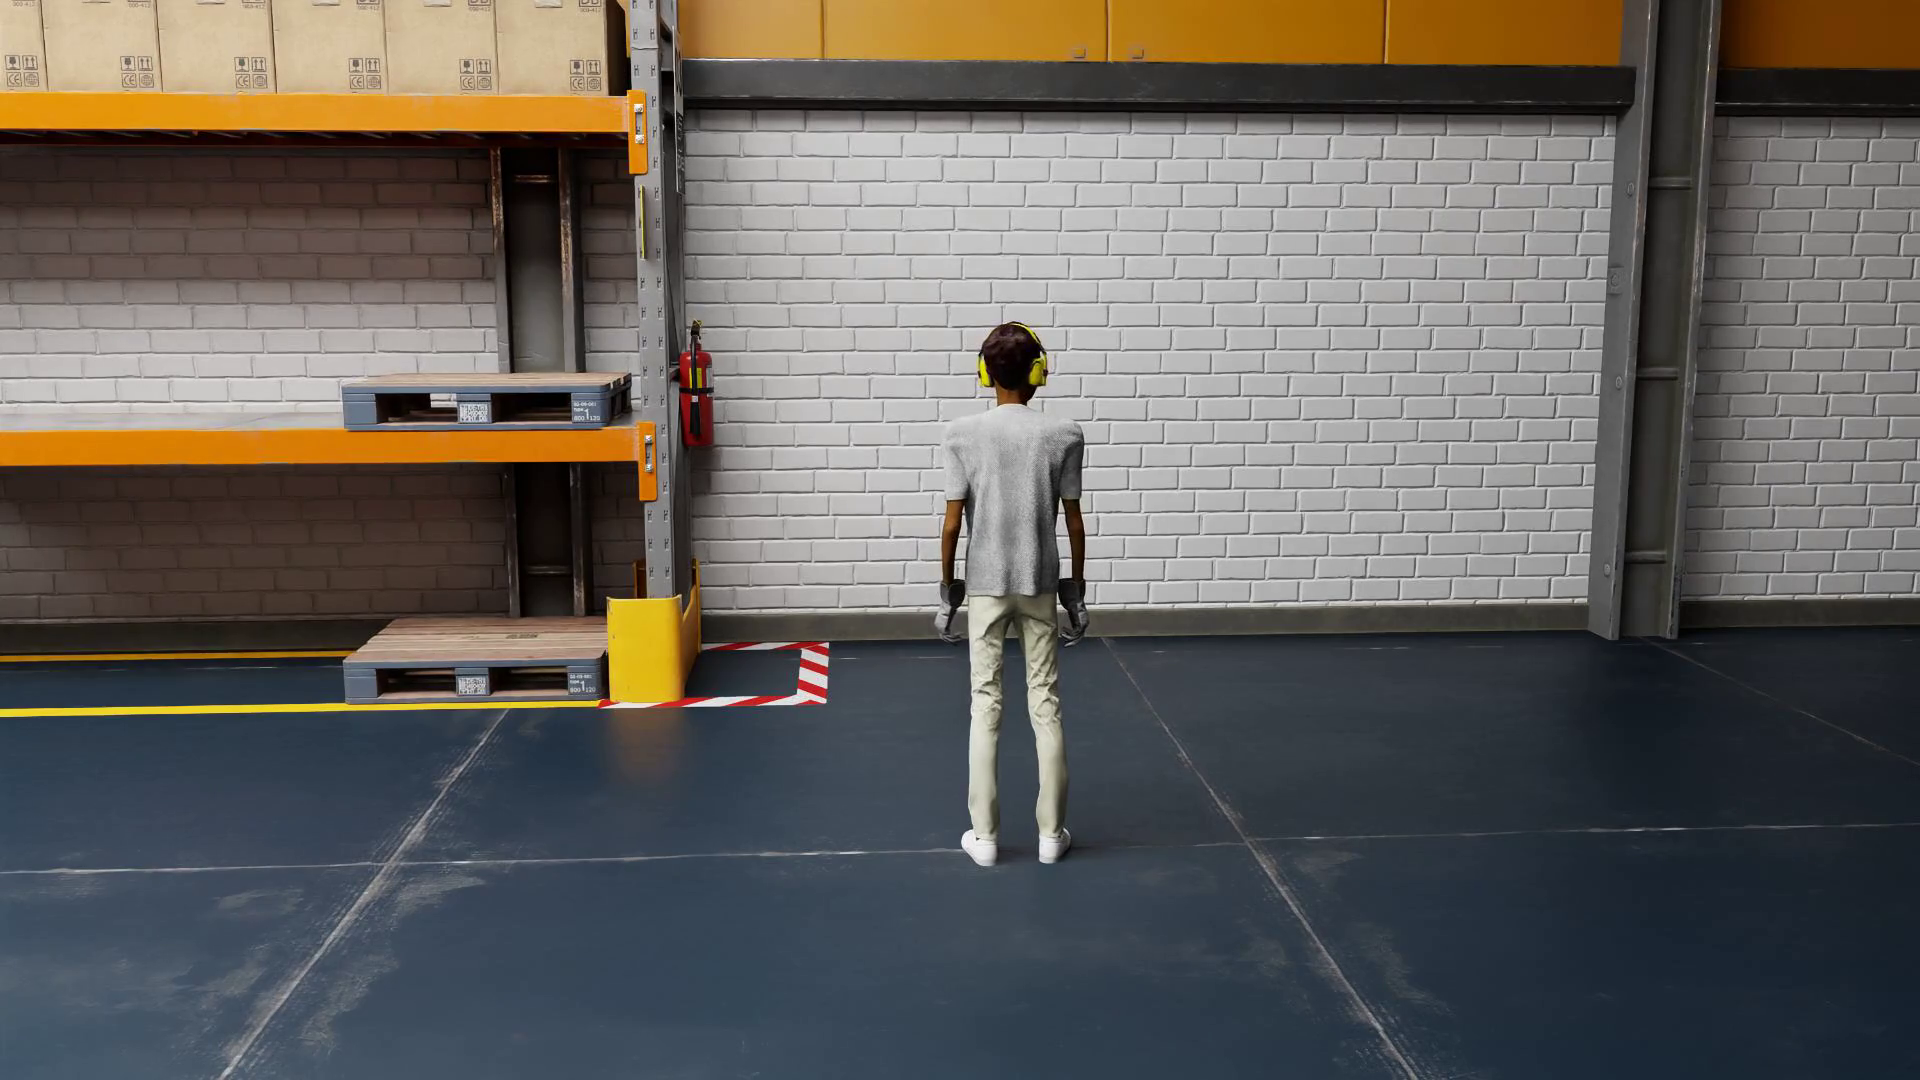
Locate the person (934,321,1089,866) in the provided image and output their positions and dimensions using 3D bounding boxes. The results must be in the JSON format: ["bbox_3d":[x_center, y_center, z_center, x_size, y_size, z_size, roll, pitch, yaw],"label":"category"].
[{"bbox_3d":[0.177,0.191,5.712,0.535,1.865,0.310,-1,9,-4],"label":"person"}]
